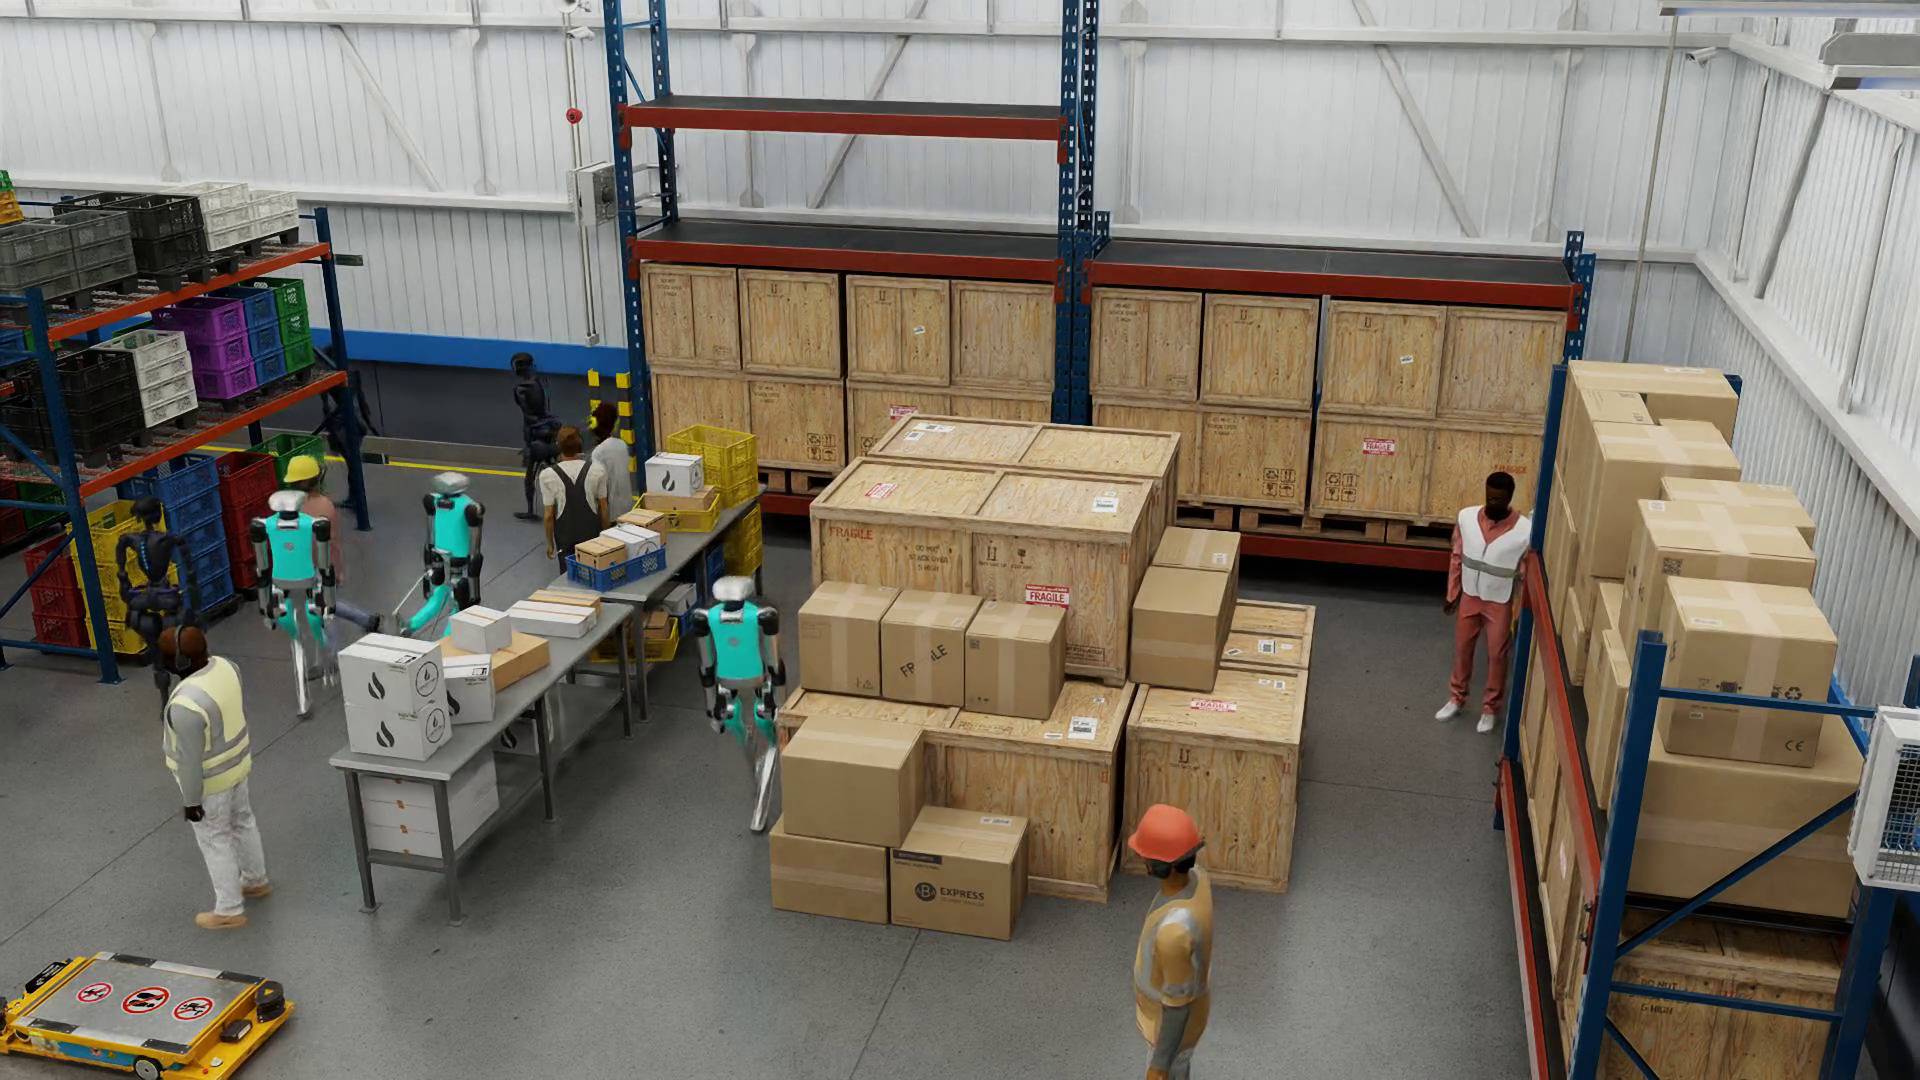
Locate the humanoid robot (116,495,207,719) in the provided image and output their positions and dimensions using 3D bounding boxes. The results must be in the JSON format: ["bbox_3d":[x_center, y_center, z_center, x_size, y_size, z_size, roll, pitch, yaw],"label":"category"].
[{"bbox_3d":[-5.678,0.500,11.795,0.583,1.648,0.422,-1,21,-2],"label":"humanoid robot"}]

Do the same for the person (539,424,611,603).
[{"bbox_3d":[-2.948,-0.004,12.846,0.505,1.846,0.351,-7,22,-17],"label":"person"}]

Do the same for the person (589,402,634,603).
[{"bbox_3d":[-2.782,-0.180,13.342,0.362,1.831,0.753,7,22,18],"label":"person"}]

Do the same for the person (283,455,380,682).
[{"bbox_3d":[-4.769,0.170,12.534,0.653,1.744,0.526,-19,28,-41],"label":"person"}]

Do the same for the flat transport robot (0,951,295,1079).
[{"bbox_3d":[-4.270,2.464,8.601,1.431,0.231,0.659,5,22,13],"label":"flat transport robot"}]

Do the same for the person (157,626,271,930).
[{"bbox_3d":[-4.228,1.328,9.387,0.429,1.836,0.629,0,21,1],"label":"person"}]

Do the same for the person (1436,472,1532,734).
[{"bbox_3d":[3.718,0.421,11.648,0.633,1.914,0.390,18,27,39],"label":"person"}]

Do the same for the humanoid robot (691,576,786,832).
[{"bbox_3d":[-1.316,0.976,10.514,0.556,1.836,0.883,1,21,3],"label":"humanoid robot"}]

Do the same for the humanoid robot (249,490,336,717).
[{"bbox_3d":[-4.703,0.443,11.956,0.574,1.866,0.854,-5,21,-12],"label":"humanoid robot"}]

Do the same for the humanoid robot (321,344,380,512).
[{"bbox_3d":[-5.822,-1.074,15.889,0.496,1.649,0.586,7,22,19],"label":"humanoid robot"}]

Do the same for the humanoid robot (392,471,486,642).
[{"bbox_3d":[-3.761,0.422,11.901,0.536,1.712,1.005,12,24,28],"label":"humanoid robot"}]

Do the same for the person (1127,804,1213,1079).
[{"bbox_3d":[0.877,2.059,7.182,0.386,2.037,0.613,5,21,13],"label":"person"}]

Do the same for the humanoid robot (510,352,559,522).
[{"bbox_3d":[-3.952,-0.953,15.590,0.698,1.626,0.601,1,21,4],"label":"humanoid robot"}]
